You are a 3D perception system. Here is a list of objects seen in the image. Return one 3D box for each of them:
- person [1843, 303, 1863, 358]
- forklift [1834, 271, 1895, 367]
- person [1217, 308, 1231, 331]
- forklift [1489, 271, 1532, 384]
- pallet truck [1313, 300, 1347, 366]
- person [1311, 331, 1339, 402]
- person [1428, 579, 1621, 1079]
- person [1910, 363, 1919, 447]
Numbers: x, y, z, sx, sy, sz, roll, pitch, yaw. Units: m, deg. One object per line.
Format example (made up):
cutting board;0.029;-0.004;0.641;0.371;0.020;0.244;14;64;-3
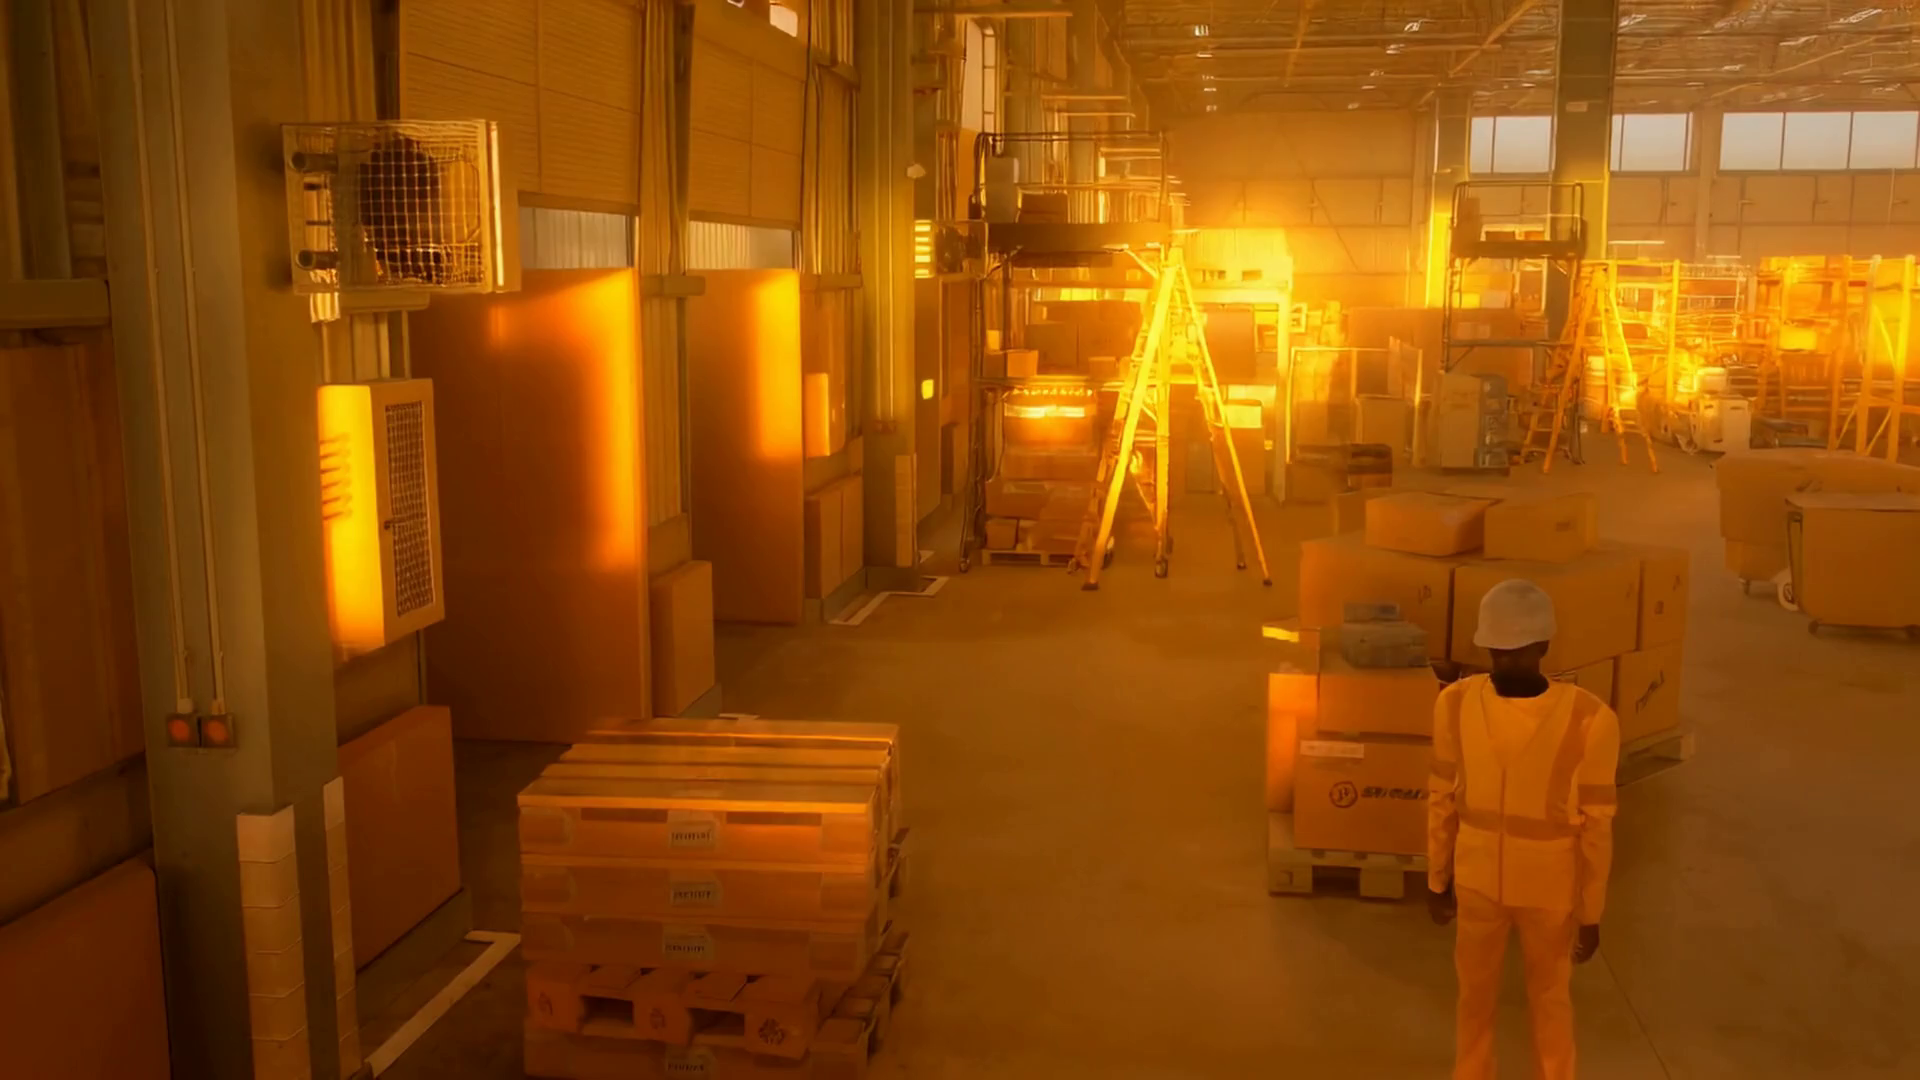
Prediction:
person;25.399;-5.775;47.341;0.433;1.919;0.664;0;9;-1
forklift;26.360;-6.328;47.795;1.873;2.768;1.129;1;9;6
person;6.583;-4.843;41.647;0.603;1.888;0.886;-6;11;-33
forklift;13.422;-5.322;41.591;1.873;2.768;1.129;1;9;9
pallet truck;11.159;-6.200;49.718;0.823;1.965;1.885;4;10;26
person;7.267;-3.330;33.070;0.532;1.641;0.902;4;10;24
person;1.717;1.063;5.172;0.584;1.920;0.395;7;12;38
person;15.592;-2.354;26.807;0.320;1.739;0.485;9;13;44
